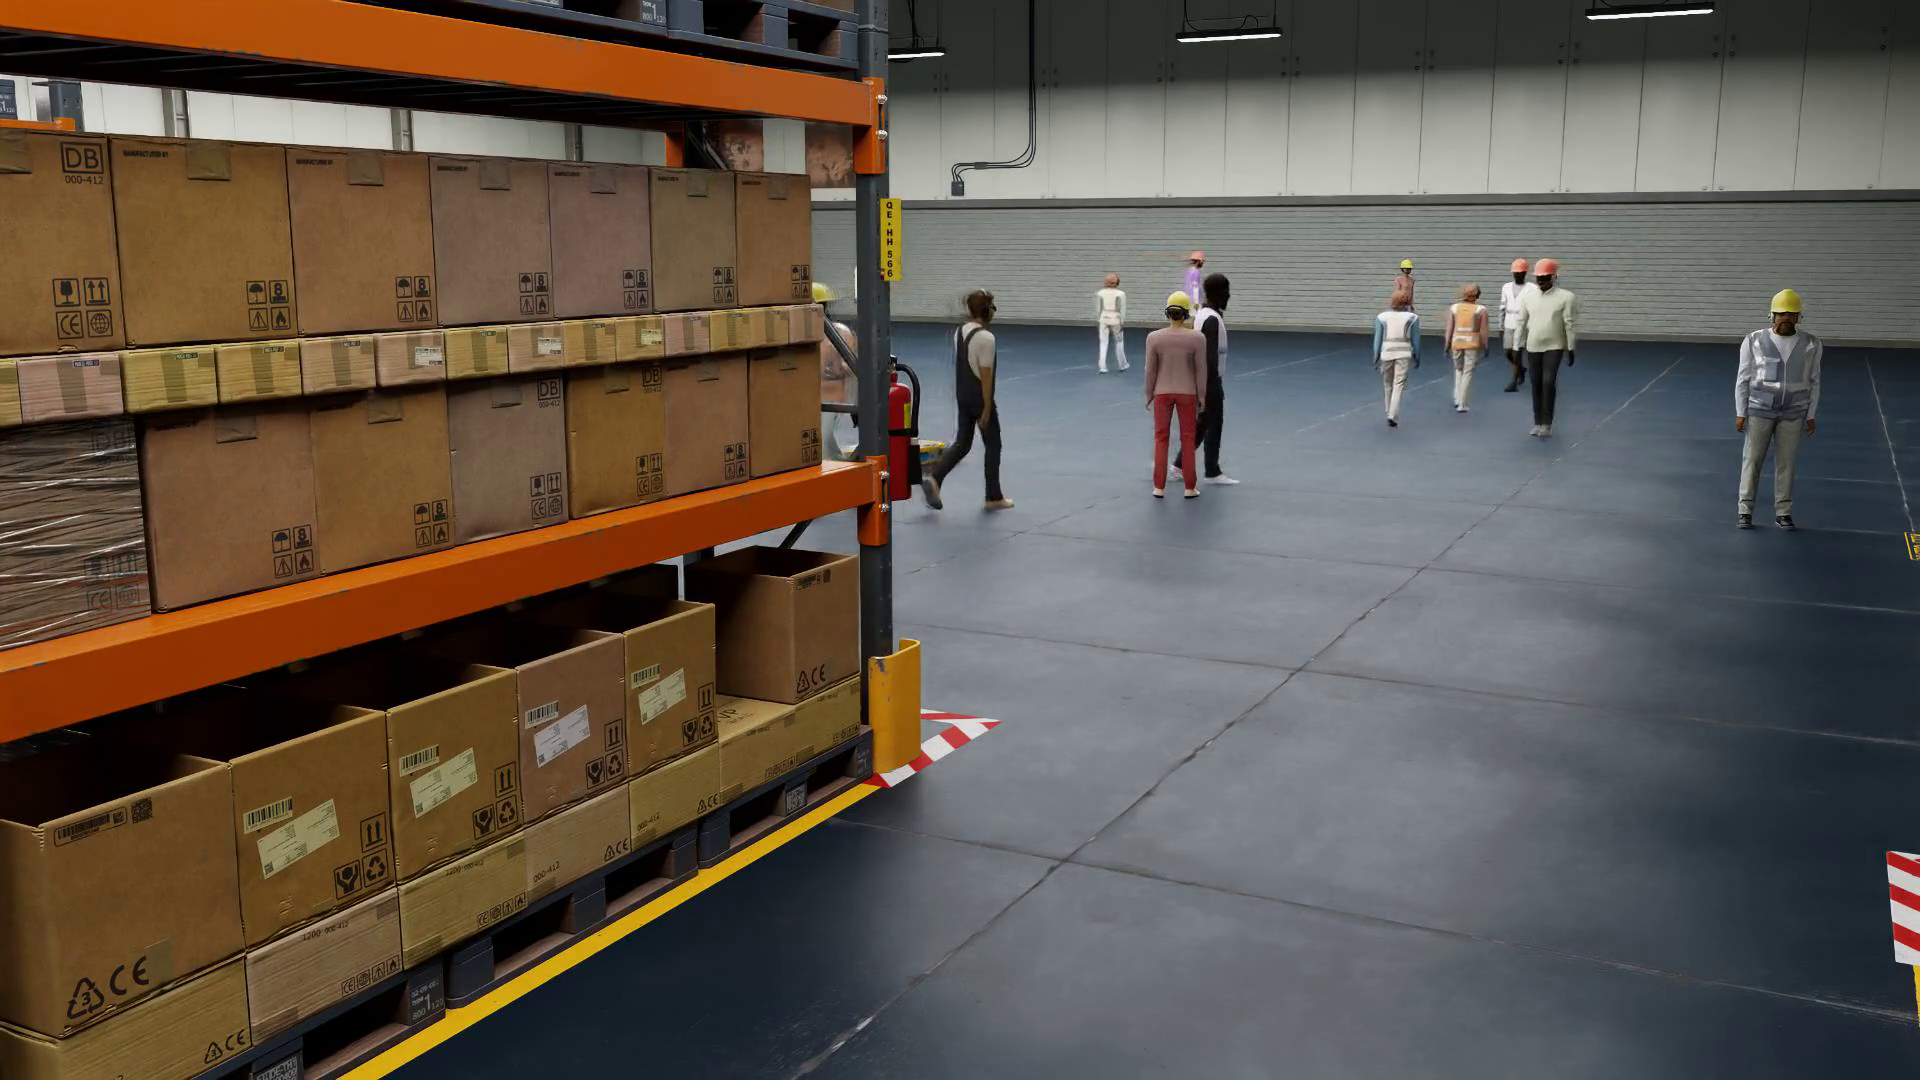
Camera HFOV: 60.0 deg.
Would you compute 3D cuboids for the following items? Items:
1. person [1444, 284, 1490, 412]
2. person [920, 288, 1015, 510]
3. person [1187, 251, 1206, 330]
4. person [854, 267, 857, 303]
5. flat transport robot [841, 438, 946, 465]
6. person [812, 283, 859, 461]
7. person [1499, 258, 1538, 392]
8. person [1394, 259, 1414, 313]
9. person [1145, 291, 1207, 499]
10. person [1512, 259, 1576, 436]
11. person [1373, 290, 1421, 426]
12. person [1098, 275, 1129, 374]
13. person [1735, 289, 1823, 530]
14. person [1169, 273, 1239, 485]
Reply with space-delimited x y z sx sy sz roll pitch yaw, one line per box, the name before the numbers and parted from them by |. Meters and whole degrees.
person | 6.485 -2.443 21.188 0.548 1.616 0.563 9 13 39
person | 0.067 -1.118 13.450 0.798 1.823 0.520 -8 13 -37
person | 4.655 -4.748 32.936 0.449 1.926 0.576 0 10 1
person | -2.028 -5.349 36.338 0.584 1.882 0.337 -5 11 -23
flat transport robot | -0.662 -0.813 16.009 0.652 0.197 1.431 7 12 33
person | -1.089 -1.138 13.438 0.594 1.874 0.991 8 13 36
person | 8.082 -3.101 23.997 0.553 1.922 0.728 10 14 42
person | 8.715 -4.607 32.618 0.525 1.769 0.313 -7 13 -34
person | 1.844 -1.235 14.228 0.530 1.767 0.328 2 11 12
person | 6.460 -2.126 18.506 0.663 1.972 0.659 8 13 39
person | 5.176 -2.162 19.746 0.533 1.601 0.851 5 12 27
person | 2.496 -3.527 27.182 0.529 1.595 0.842 5 12 26
person | 6.230 -0.986 12.690 0.590 1.833 0.404 3 11 14
person | 2.243 -1.441 15.035 0.508 1.936 0.616 1 10 3
